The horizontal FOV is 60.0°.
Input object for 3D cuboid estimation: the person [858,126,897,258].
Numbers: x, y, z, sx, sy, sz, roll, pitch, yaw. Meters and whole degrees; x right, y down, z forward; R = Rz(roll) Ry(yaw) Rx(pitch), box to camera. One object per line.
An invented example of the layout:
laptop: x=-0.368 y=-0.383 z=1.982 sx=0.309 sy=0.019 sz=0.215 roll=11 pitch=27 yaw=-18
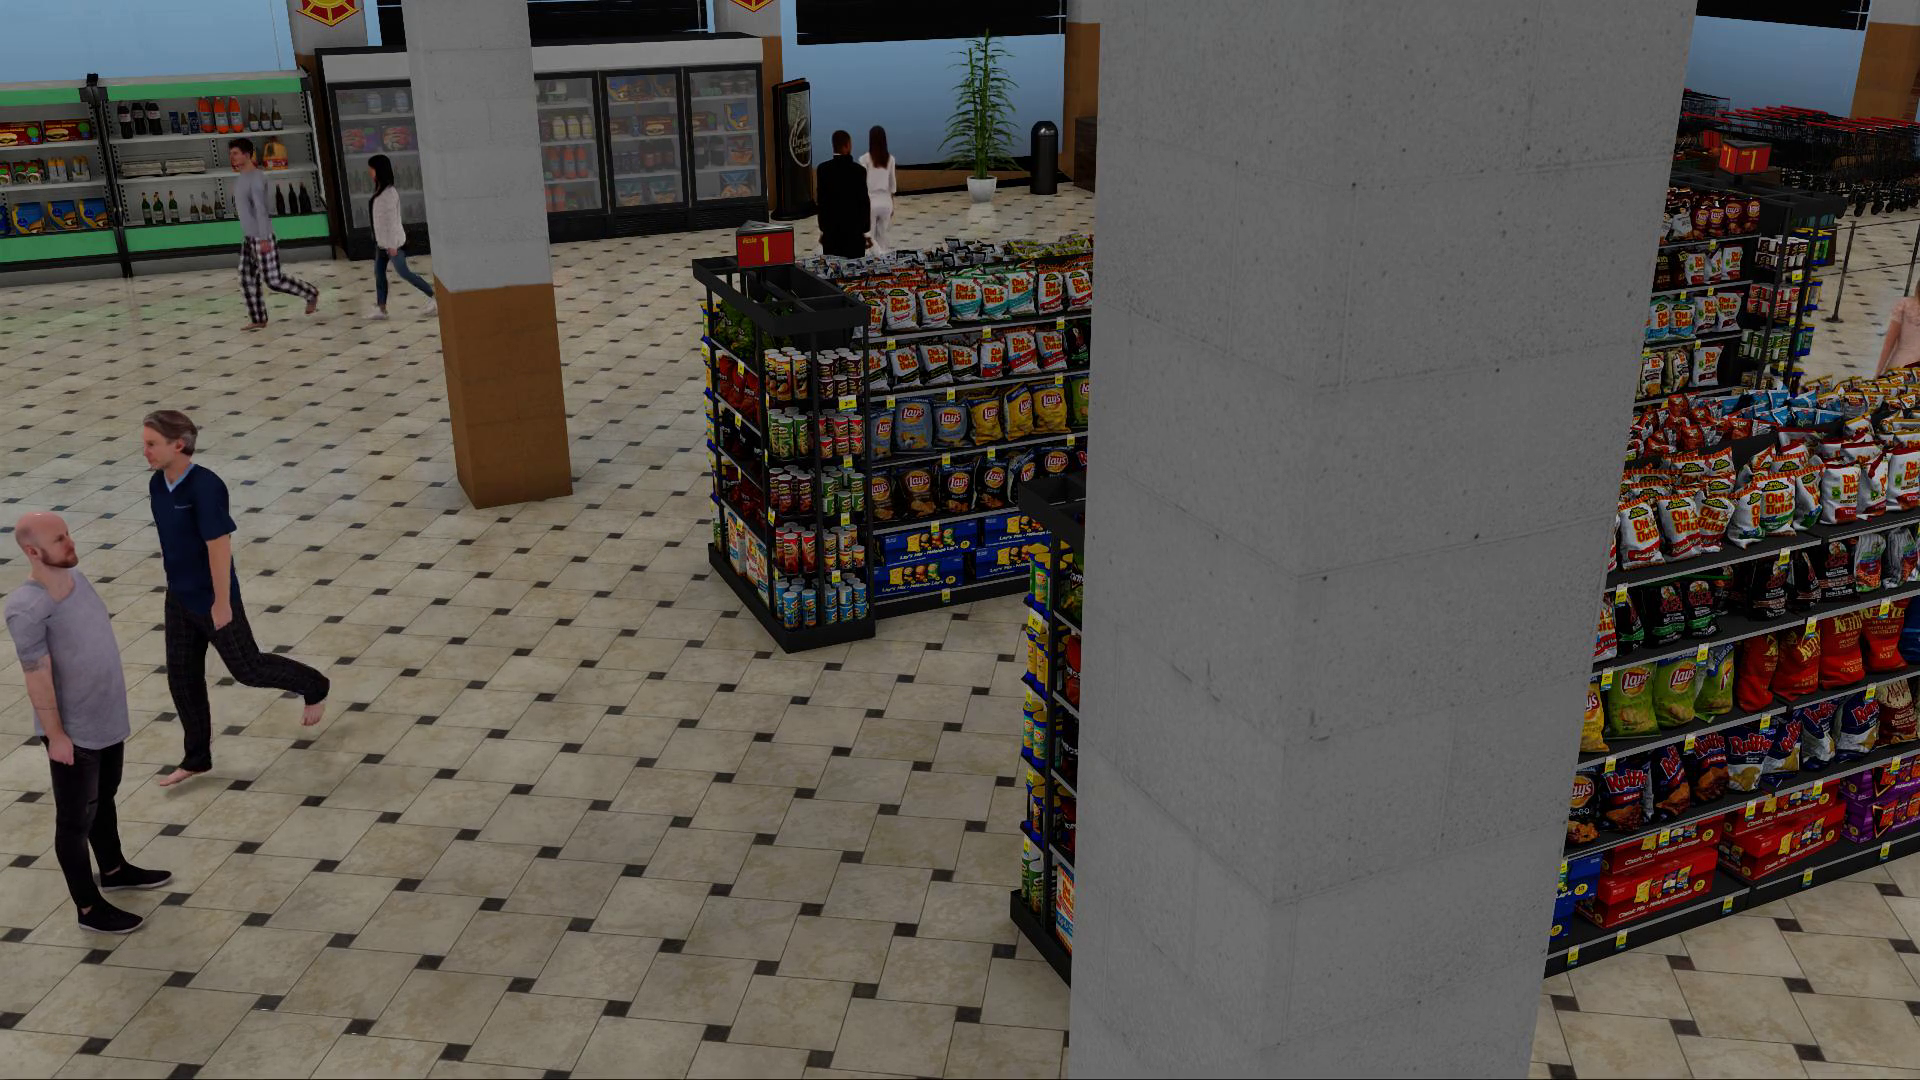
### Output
person: x=-0.887 y=-3.589 z=17.909 sx=0.876 sy=1.676 sz=0.712 roll=-12 pitch=25 yaw=-27

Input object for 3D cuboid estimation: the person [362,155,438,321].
person: x=-5.565 y=-2.978 z=16.476 sx=1.084 sy=1.610 sz=0.747 roll=-15 pitch=26 yaw=-33

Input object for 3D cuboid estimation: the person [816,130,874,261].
person: x=-1.130 y=-3.015 z=16.177 sx=0.764 sy=1.903 sz=0.861 roll=4 pitch=22 yaw=10

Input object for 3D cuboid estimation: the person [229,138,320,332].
person: x=-6.722 y=-2.962 z=16.156 sx=1.123 sy=1.819 sz=0.854 roll=-20 pitch=30 yaw=-41

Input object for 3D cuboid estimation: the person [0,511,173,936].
person: x=-3.664 y=0.734 z=6.933 sx=0.719 sy=1.837 sz=0.745 roll=-2 pitch=22 yaw=-4

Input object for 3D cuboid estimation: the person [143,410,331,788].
person: x=-3.605 y=0.255 z=8.133 sx=1.089 sy=1.830 sz=1.268 roll=12 pitch=25 yaw=27
